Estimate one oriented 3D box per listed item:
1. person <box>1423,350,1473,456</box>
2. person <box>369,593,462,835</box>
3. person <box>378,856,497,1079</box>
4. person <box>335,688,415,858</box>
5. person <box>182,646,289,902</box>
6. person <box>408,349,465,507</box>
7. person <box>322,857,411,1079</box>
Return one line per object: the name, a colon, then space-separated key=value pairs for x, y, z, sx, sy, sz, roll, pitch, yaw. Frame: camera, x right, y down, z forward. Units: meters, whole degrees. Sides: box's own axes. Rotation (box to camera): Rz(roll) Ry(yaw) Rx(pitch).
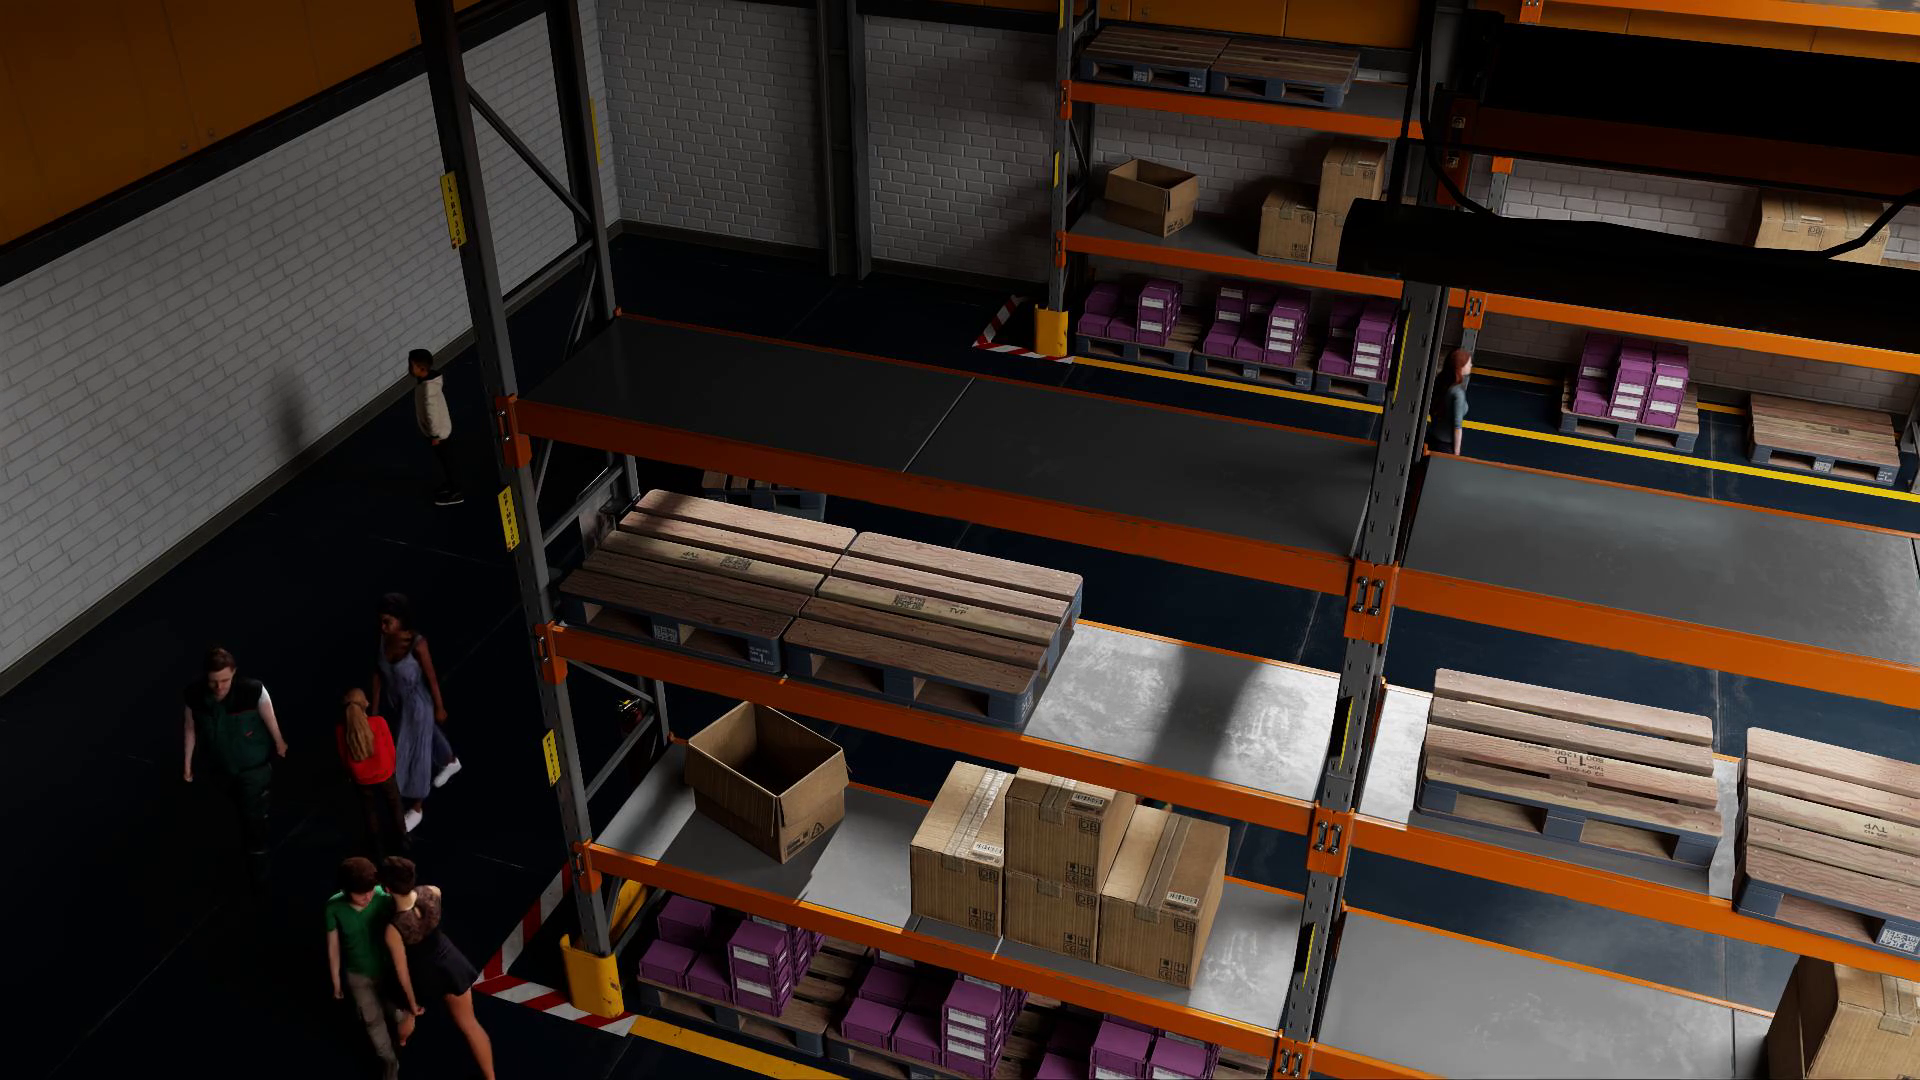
person: x=3.955 y=-0.772 z=13.665 sx=0.698 sy=1.742 sz=0.672 roll=-7 pitch=34 yaw=-10
person: x=-3.582 y=1.040 z=11.011 sx=0.955 sy=1.662 sz=0.714 roll=15 pitch=36 yaw=21
person: x=-2.807 y=2.392 z=9.007 sx=1.188 sy=1.628 sz=0.769 roll=21 pitch=39 yaw=29
person: x=-3.772 y=1.486 z=10.687 sx=0.548 sy=1.278 sz=0.624 roll=-9 pitch=35 yaw=-13
person: x=-4.527 y=1.328 z=10.463 sx=1.208 sy=1.790 sz=1.111 roll=0 pitch=34 yaw=0
person: x=-4.473 y=-0.981 z=14.242 sx=0.703 sy=1.452 sz=0.640 roll=-15 pitch=37 yaw=-21
person: x=-3.226 y=2.288 z=9.162 sx=0.913 sy=1.631 sz=0.928 roll=-7 pitch=34 yaw=-10
